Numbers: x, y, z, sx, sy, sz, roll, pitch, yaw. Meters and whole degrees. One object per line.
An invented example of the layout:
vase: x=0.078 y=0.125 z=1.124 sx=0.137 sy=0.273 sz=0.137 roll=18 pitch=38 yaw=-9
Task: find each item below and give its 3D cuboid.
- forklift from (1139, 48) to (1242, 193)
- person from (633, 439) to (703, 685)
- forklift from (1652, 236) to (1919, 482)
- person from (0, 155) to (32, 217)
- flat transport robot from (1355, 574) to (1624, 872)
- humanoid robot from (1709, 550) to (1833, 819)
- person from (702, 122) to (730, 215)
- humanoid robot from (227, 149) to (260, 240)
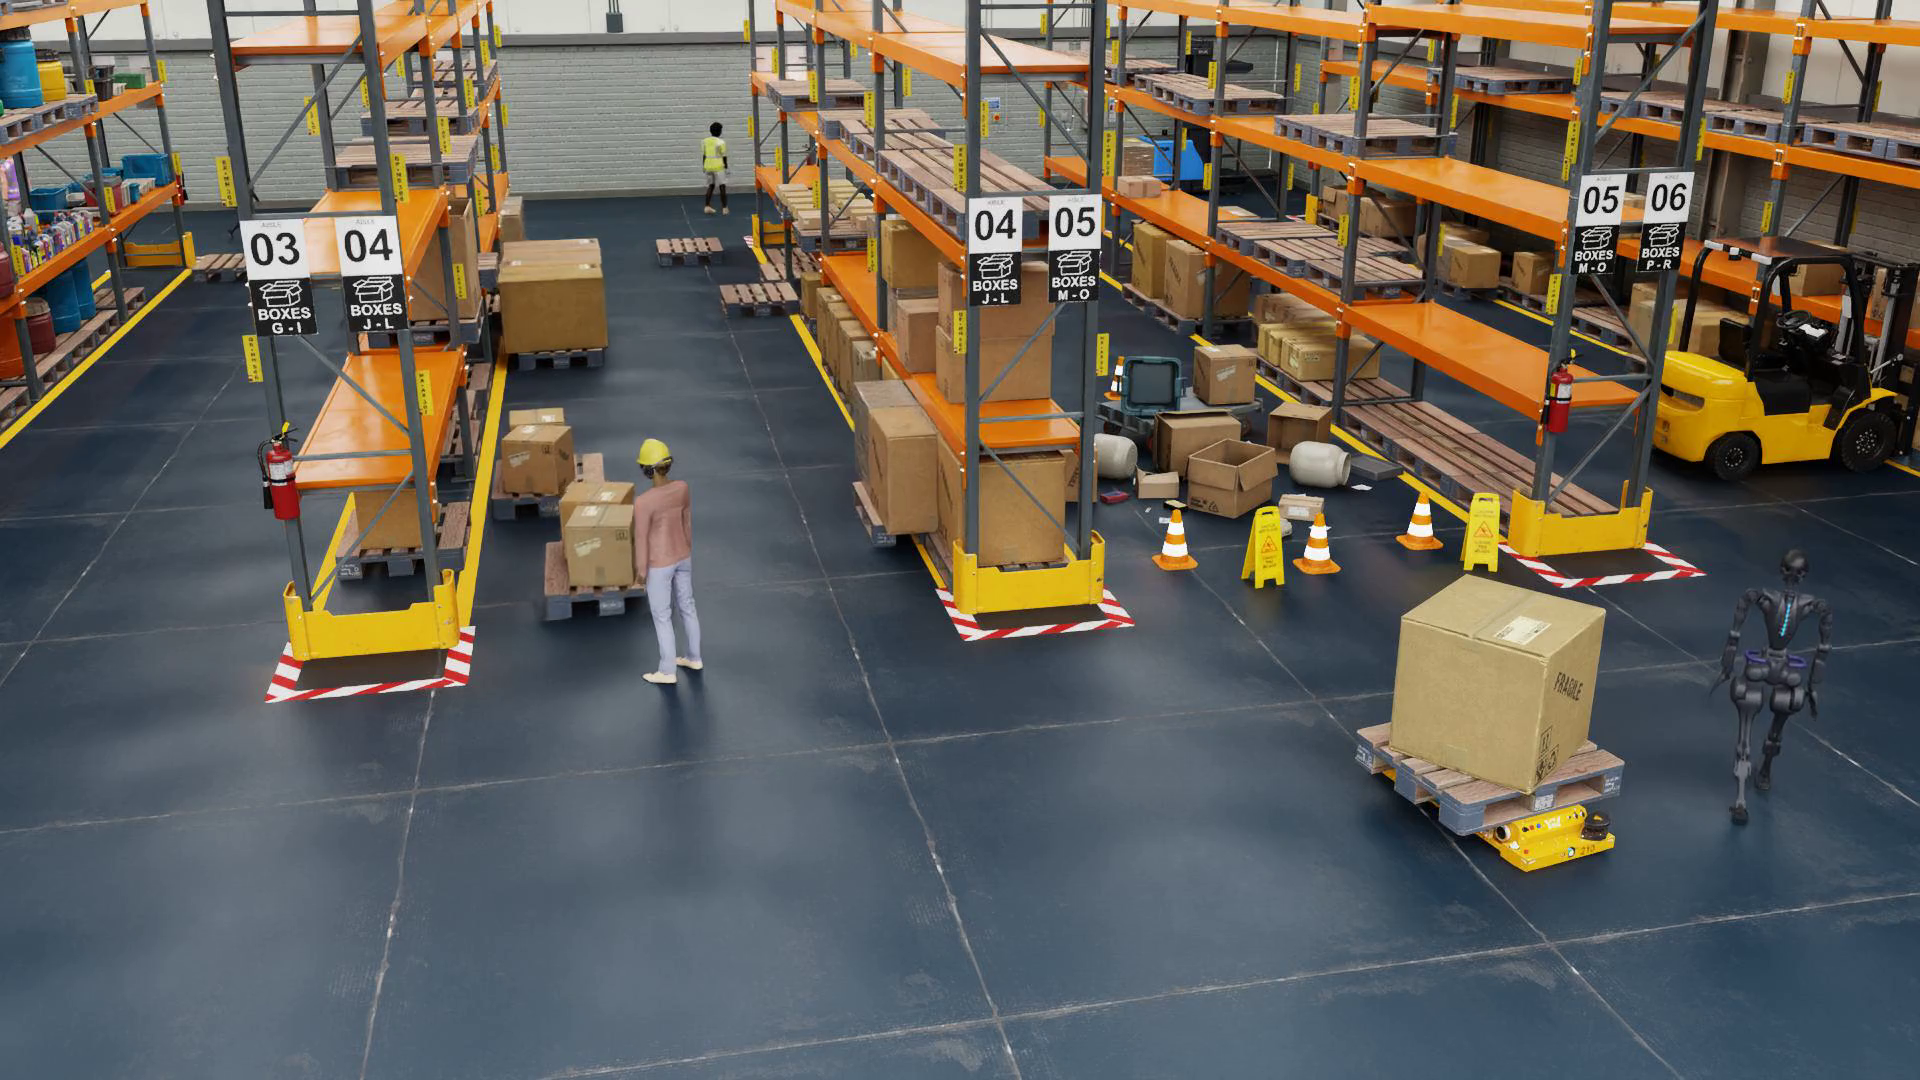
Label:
forklift: x=4.566 y=-8.313 z=32.860 sx=1.873 sy=2.768 sz=1.129 roll=-4 pitch=21 yaw=-12
person: x=-2.086 y=0.144 z=11.680 sx=0.347 sy=1.758 sz=0.520 roll=13 pitch=24 yaw=31
forklift: x=8.013 y=-1.814 z=16.330 sx=2.313 sy=2.155 sz=1.214 roll=-4 pitch=21 yaw=-12
person: x=-15.366 y=-5.565 z=27.151 sx=0.347 sy=1.688 sz=0.491 roll=11 pitch=23 yaw=27
flat transport robot: x=3.179 y=1.533 z=10.075 sx=0.659 sy=0.231 sz=1.431 roll=-9 pitch=22 yaw=-23
humanoid robot: x=4.859 y=0.839 z=9.995 sx=0.609 sy=1.629 sz=0.770 roll=7 pitch=21 yaw=18
person: x=-4.491 y=-6.809 z=30.495 sx=0.550 sy=1.679 sz=0.359 roll=12 pitch=24 yaw=30
humanoid robot: x=-12.134 y=-5.821 z=27.922 sx=0.753 sy=1.636 sz=0.602 roll=7 pitch=21 yaw=17
